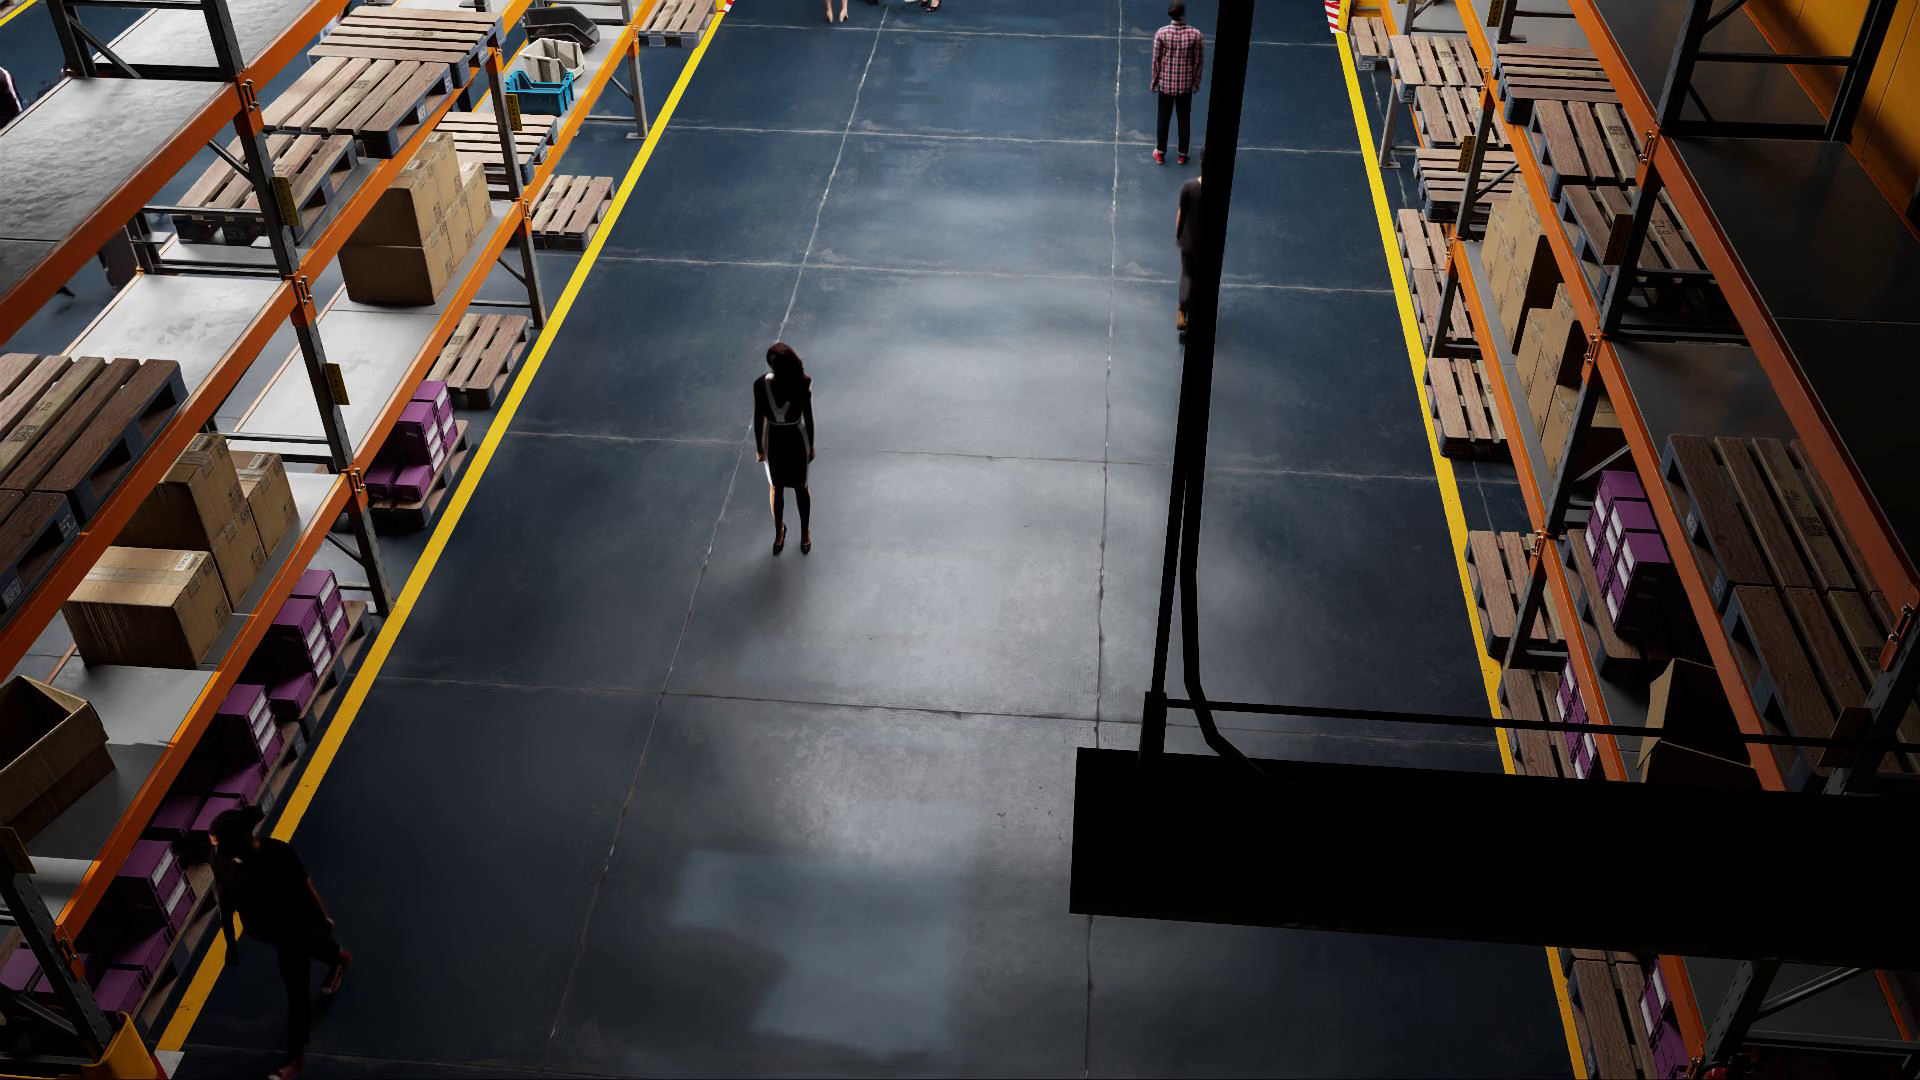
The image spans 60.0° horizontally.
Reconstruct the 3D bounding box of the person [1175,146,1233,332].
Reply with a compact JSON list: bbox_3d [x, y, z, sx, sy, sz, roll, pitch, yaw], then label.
[{"bbox_3d":[2.136,-2.644,14.785,0.725,1.686,1.099,8,39,10],"label":"person"}]

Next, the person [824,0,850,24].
[{"bbox_3d":[-1.614,-7.236,20.466,0.638,1.771,0.620,3,39,4],"label":"person"}]

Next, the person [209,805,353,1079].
[{"bbox_3d":[-3.627,1.991,8.970,0.717,1.700,1.202,6,39,8],"label":"person"}]

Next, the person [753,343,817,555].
[{"bbox_3d":[-1.274,-0.663,12.218,0.593,1.794,0.490,1,39,1],"label":"person"}]

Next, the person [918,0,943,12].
[{"bbox_3d":[-0.383,-7.540,20.845,0.855,1.775,0.775,-17,42,-20],"label":"person"}]

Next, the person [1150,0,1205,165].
[{"bbox_3d":[2.260,-4.790,17.413,0.673,1.760,0.561,3,39,3],"label":"person"}]
